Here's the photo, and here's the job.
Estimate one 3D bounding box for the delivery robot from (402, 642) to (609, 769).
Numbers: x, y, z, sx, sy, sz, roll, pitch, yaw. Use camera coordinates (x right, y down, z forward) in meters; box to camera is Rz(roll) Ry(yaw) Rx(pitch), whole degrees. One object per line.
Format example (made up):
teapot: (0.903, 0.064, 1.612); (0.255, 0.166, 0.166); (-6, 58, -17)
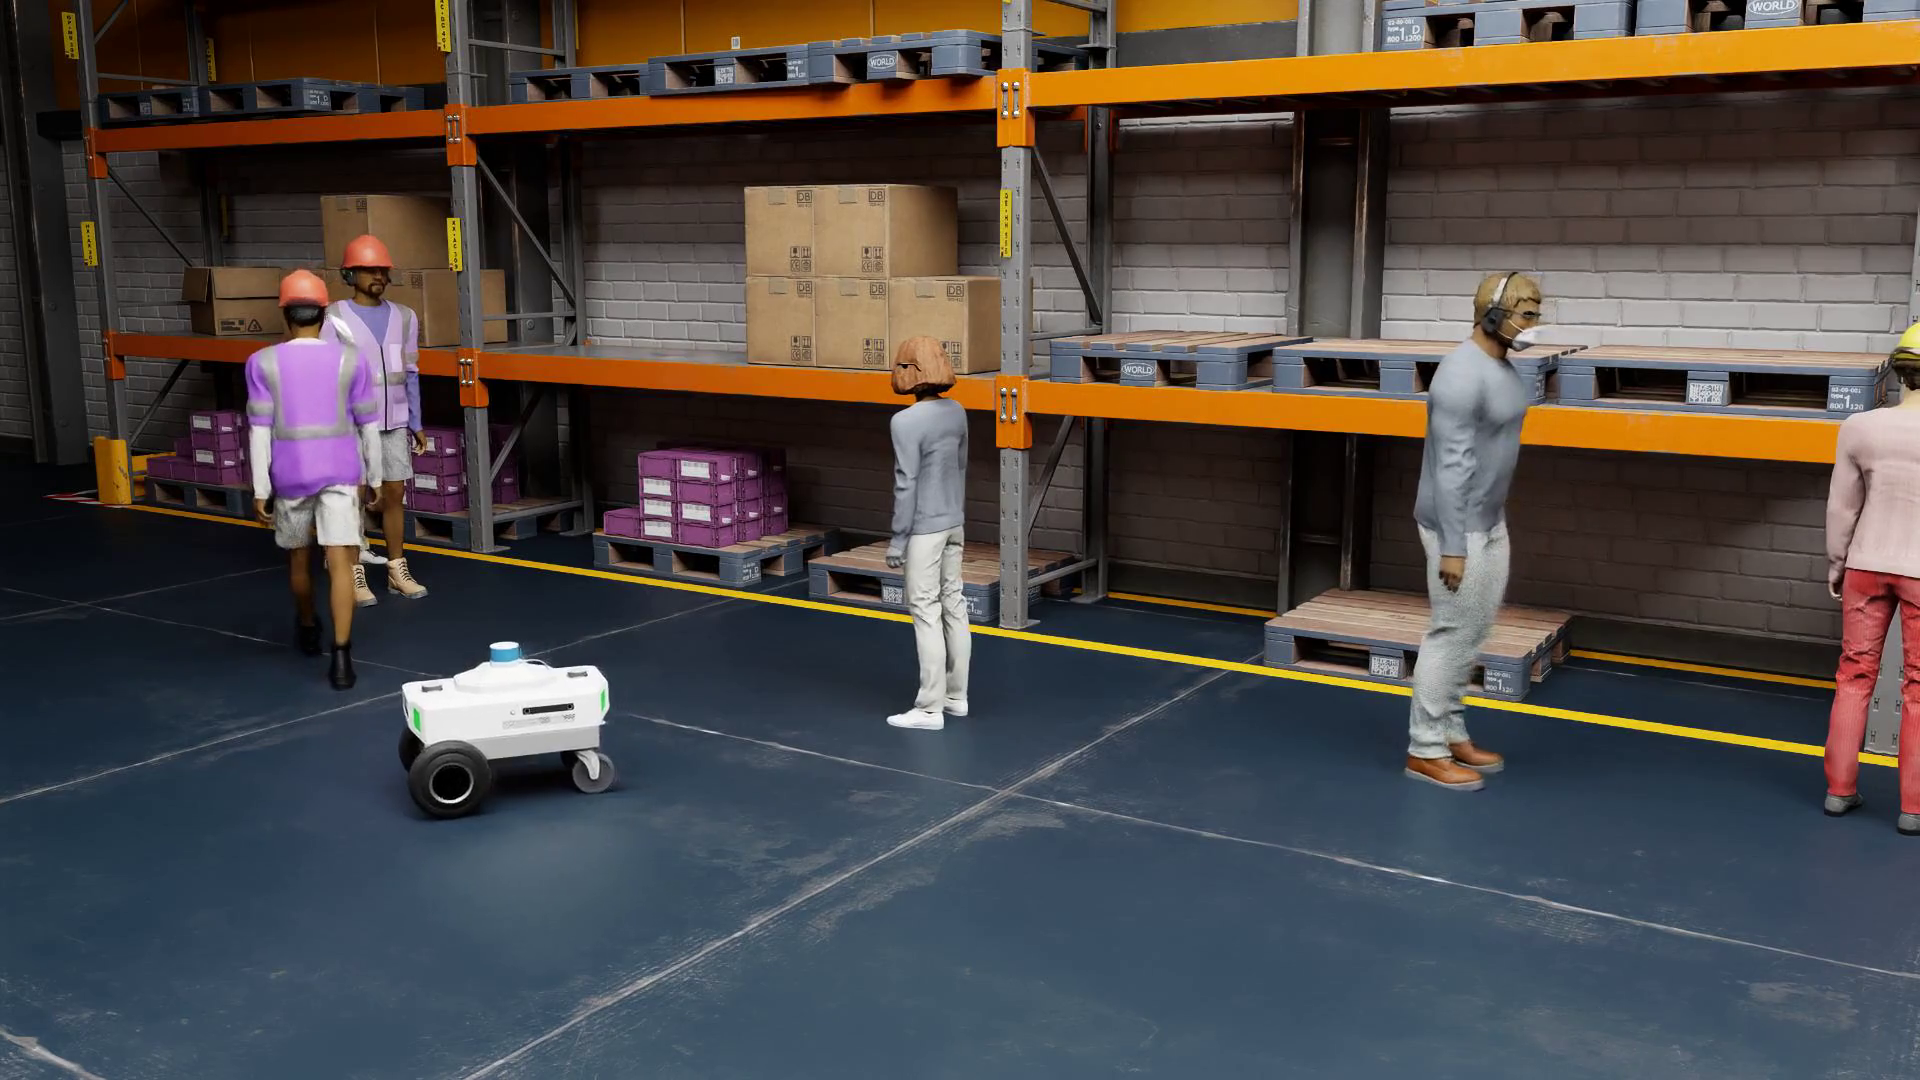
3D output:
delivery robot: (-1.652, 0.616, 6.075); (0.707, 0.478, 0.477); (-4, 11, -22)

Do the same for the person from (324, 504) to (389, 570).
person: (-3.768, -0.613, 10.221); (0.278, 1.614, 0.499); (4, 11, 23)

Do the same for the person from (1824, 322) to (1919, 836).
person: (3.253, 0.124, 5.712); (0.317, 1.766, 0.534); (-7, 13, -36)

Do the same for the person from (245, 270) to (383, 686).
person: (-3.004, -0.289, 7.786); (0.575, 1.836, 1.020); (-4, 11, -22)

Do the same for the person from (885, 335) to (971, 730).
person: (-0.136, -0.028, 6.910); (0.283, 1.633, 0.501); (6, 12, 31)

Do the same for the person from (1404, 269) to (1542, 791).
person: (1.891, -0.031, 6.144); (0.419, 1.918, 0.642); (7, 13, 35)

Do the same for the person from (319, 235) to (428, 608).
person: (-3.257, -0.660, 9.269); (0.364, 2.048, 0.608); (9, 14, 41)
